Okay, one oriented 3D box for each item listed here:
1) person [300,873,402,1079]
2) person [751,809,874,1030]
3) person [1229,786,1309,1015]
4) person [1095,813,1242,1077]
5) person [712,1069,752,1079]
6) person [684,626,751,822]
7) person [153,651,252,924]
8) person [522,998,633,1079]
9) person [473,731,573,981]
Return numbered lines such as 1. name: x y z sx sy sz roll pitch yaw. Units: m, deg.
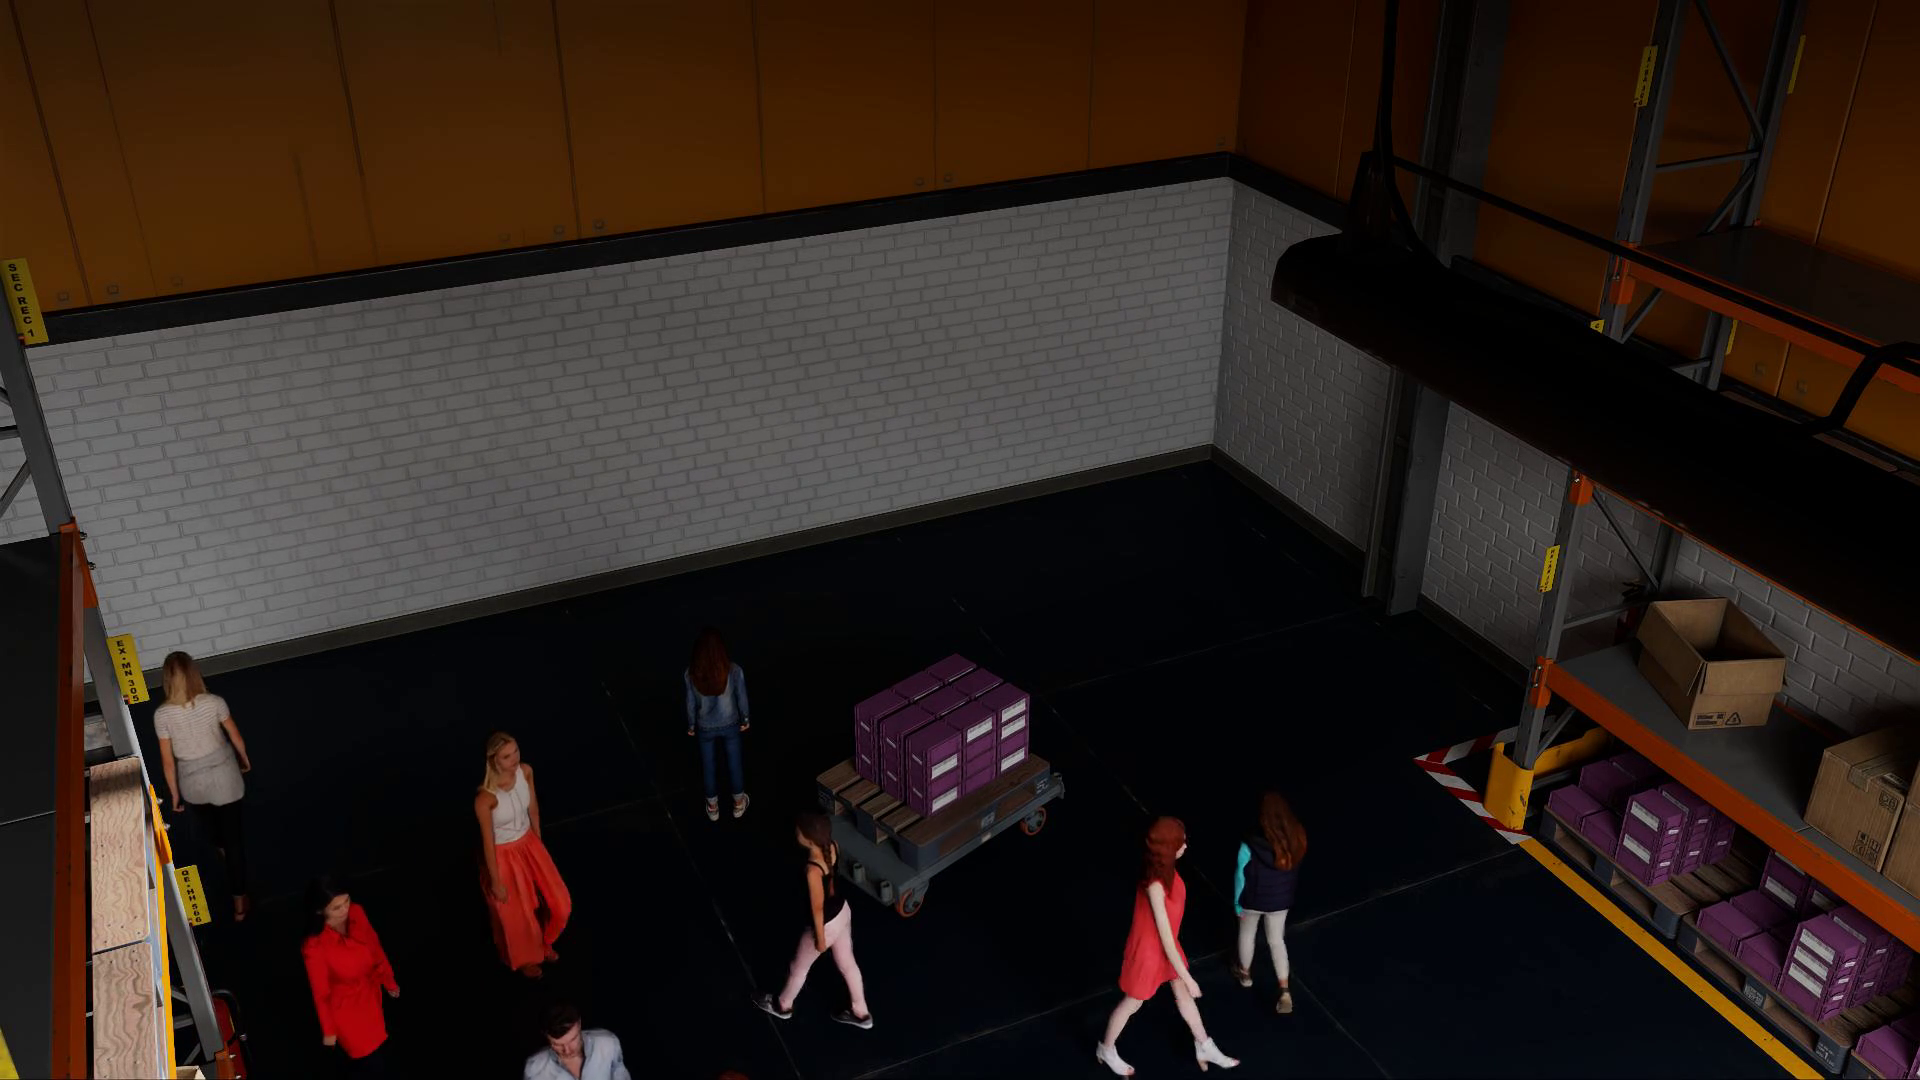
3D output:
1. person: -3.248 2.422 8.679 0.844 1.738 0.790 6 29 11
2. person: -0.684 2.170 9.360 0.983 1.528 0.890 12 31 21
3. person: 1.786 2.080 9.569 0.680 1.486 0.902 -7 29 -12
4. person: 0.934 2.232 8.969 1.067 1.793 1.045 7 29 13
5. person: -1.001 3.046 7.489 0.694 1.782 0.666 16 32 27
6. person: -1.629 1.228 11.142 0.624 1.475 0.586 -4 29 -7
7. person: -4.594 1.552 10.231 0.619 1.778 1.131 -12 31 -22
8. person: -1.816 2.783 7.925 0.637 1.825 0.700 -15 32 -26
9. person: -2.692 1.832 9.706 0.910 1.790 0.828 19 34 31
